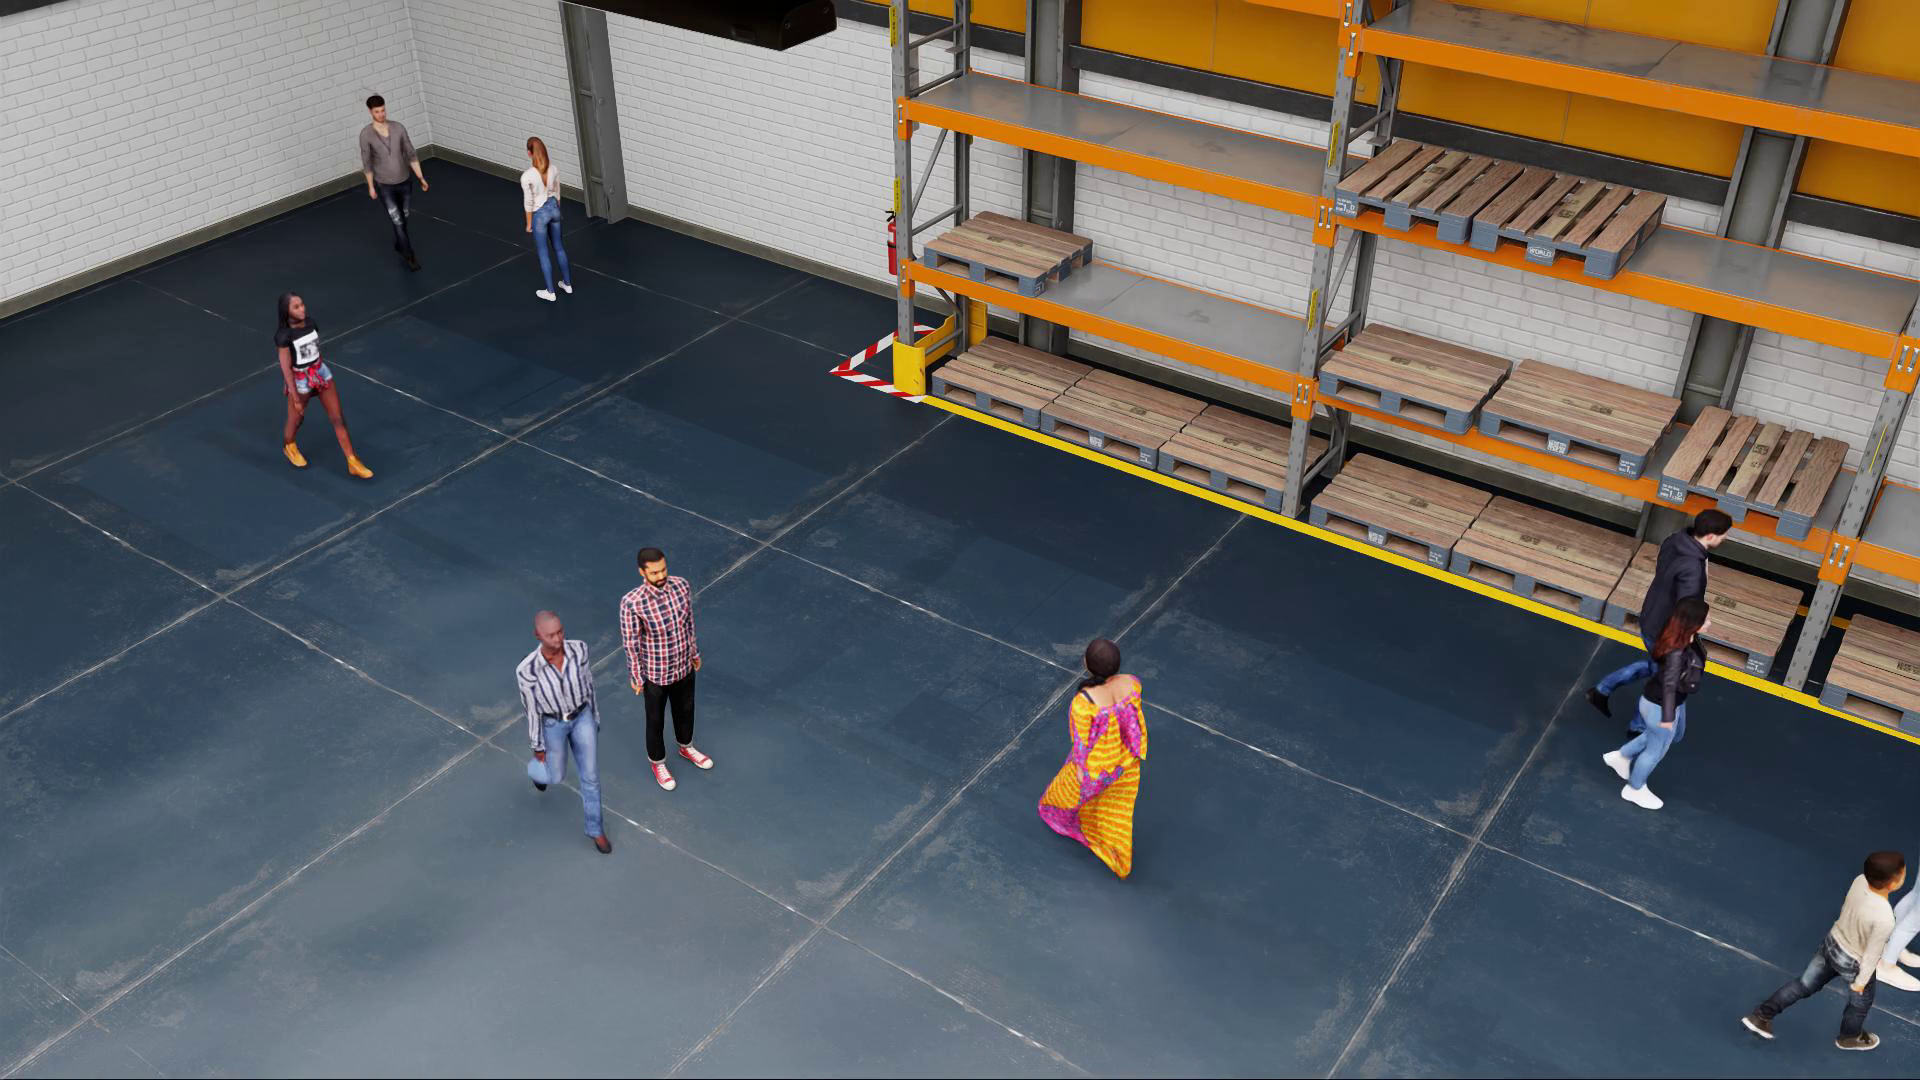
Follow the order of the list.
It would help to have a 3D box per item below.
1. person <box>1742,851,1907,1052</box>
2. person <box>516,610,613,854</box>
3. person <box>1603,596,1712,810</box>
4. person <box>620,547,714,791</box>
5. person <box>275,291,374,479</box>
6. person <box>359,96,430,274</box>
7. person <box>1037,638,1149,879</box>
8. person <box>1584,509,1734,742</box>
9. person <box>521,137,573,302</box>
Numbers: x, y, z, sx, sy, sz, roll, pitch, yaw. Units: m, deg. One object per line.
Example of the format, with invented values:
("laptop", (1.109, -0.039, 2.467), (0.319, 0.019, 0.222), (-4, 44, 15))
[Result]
("person", (4.714, 2.240, 8.980), (1.044, 1.439, 0.941), (-4, 34, -5))
("person", (-2.502, 1.138, 10.334), (0.830, 1.775, 1.083), (-24, 40, -32))
("person", (4.439, 1.018, 10.655), (0.707, 1.621, 0.699), (15, 36, 21))
("person", (-1.925, 0.801, 10.854), (0.734, 1.761, 0.673), (-28, 43, -35))
("person", (-5.595, -1.303, 14.089), (1.197, 1.684, 0.711), (16, 37, 23))
("person", (-6.064, -3.827, 17.727), (0.943, 1.861, 1.260), (-24, 40, -31))
("person", (0.903, 1.307, 10.186), (0.969, 1.658, 1.161), (-16, 37, -22))
("person", (4.611, 0.579, 11.097), (0.987, 1.862, 0.882), (7, 34, 10))
("person", (-4.251, -3.307, 17.071), (0.550, 1.720, 0.620), (25, 41, 32))
